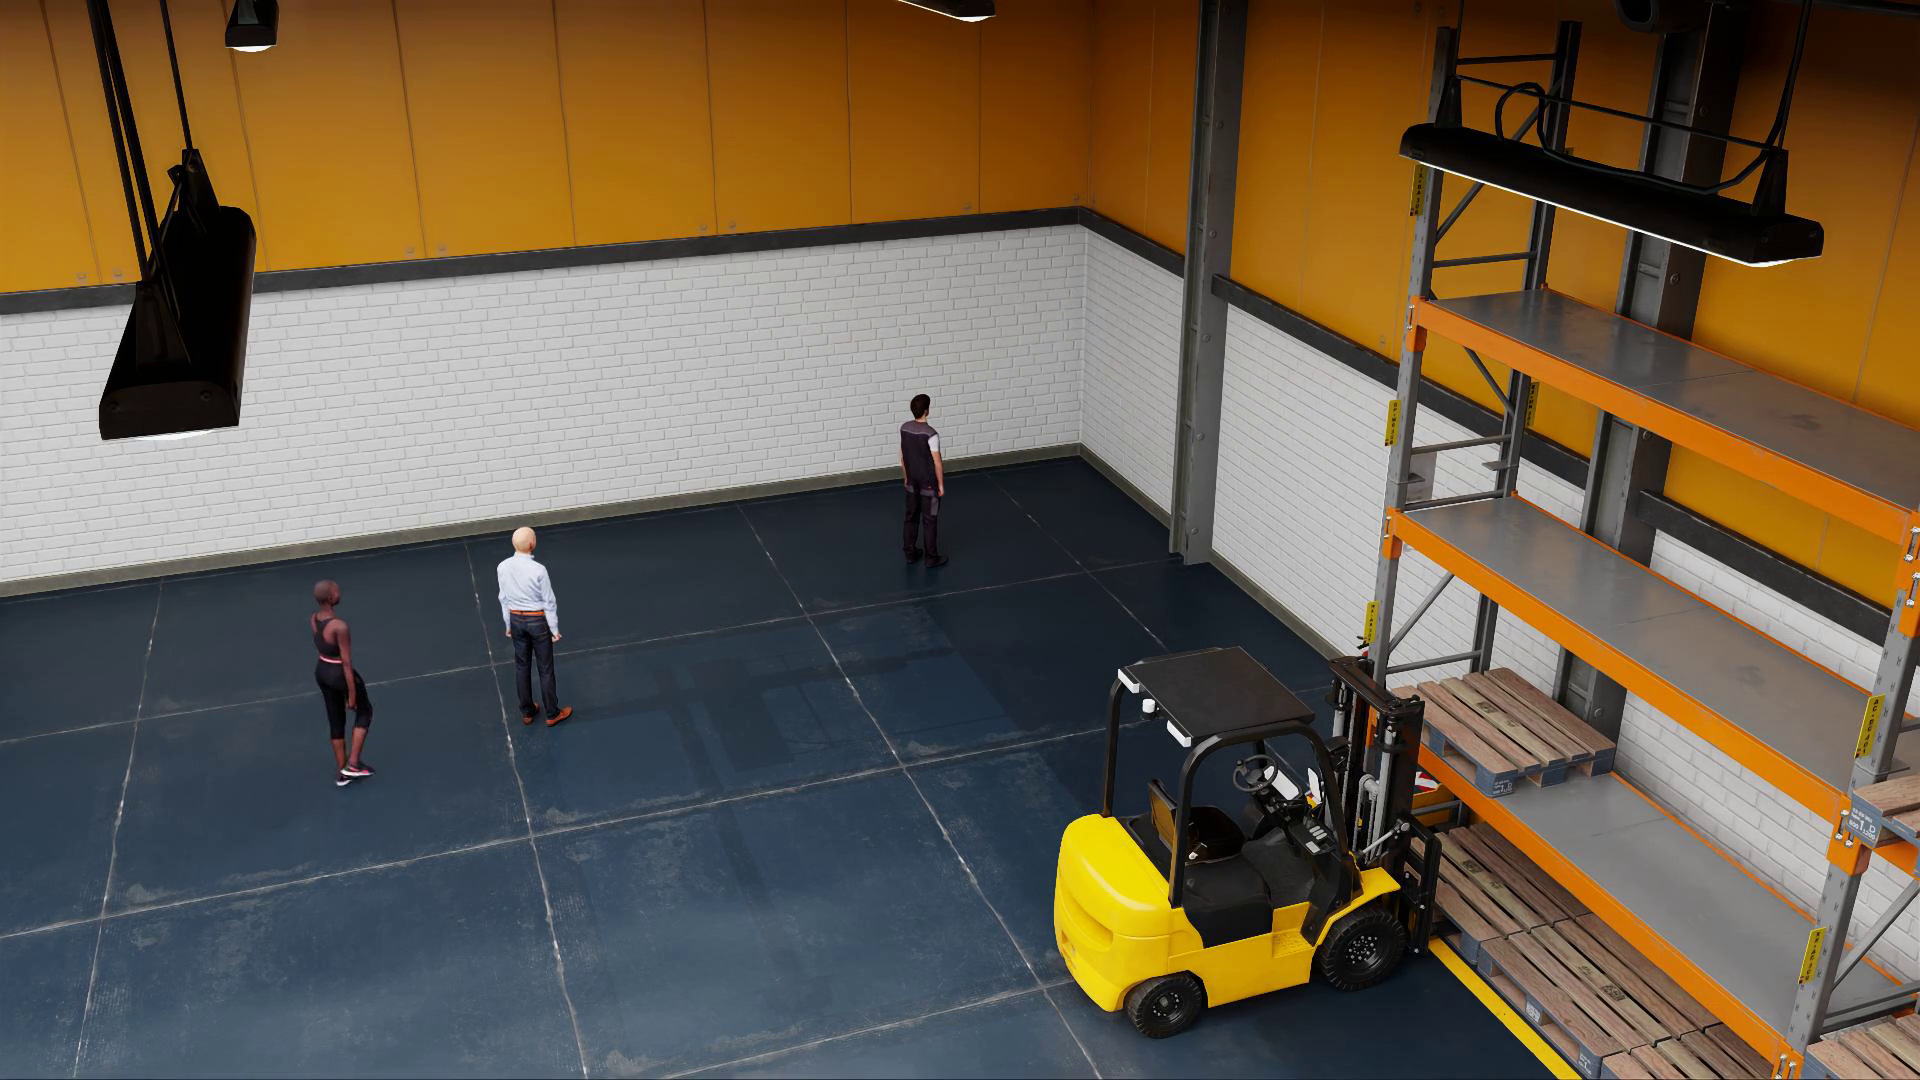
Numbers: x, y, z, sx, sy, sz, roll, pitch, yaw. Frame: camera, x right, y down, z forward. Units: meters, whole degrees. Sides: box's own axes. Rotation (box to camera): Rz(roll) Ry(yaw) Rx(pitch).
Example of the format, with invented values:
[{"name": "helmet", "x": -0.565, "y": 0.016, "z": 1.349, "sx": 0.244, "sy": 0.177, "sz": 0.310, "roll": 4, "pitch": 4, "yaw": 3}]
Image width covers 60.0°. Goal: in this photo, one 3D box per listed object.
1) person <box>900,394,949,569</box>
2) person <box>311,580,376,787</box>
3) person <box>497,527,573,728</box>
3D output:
[{"name": "person", "x": -0.390, "y": -0.611, "z": 17.076, "sx": 0.710, "sy": 1.849, "sz": 0.805, "roll": 15, "pitch": 28, "yaw": 31}, {"name": "person", "x": -4.993, "y": 1.164, "z": 13.144, "sx": 0.742, "sy": 1.746, "sz": 0.802, "roll": 12, "pitch": 26, "yaw": 26}, {"name": "person", "x": -3.631, "y": 0.730, "z": 14.083, "sx": 0.726, "sy": 1.789, "sz": 0.734, "roll": 5, "pitch": 24, "yaw": 11}]
